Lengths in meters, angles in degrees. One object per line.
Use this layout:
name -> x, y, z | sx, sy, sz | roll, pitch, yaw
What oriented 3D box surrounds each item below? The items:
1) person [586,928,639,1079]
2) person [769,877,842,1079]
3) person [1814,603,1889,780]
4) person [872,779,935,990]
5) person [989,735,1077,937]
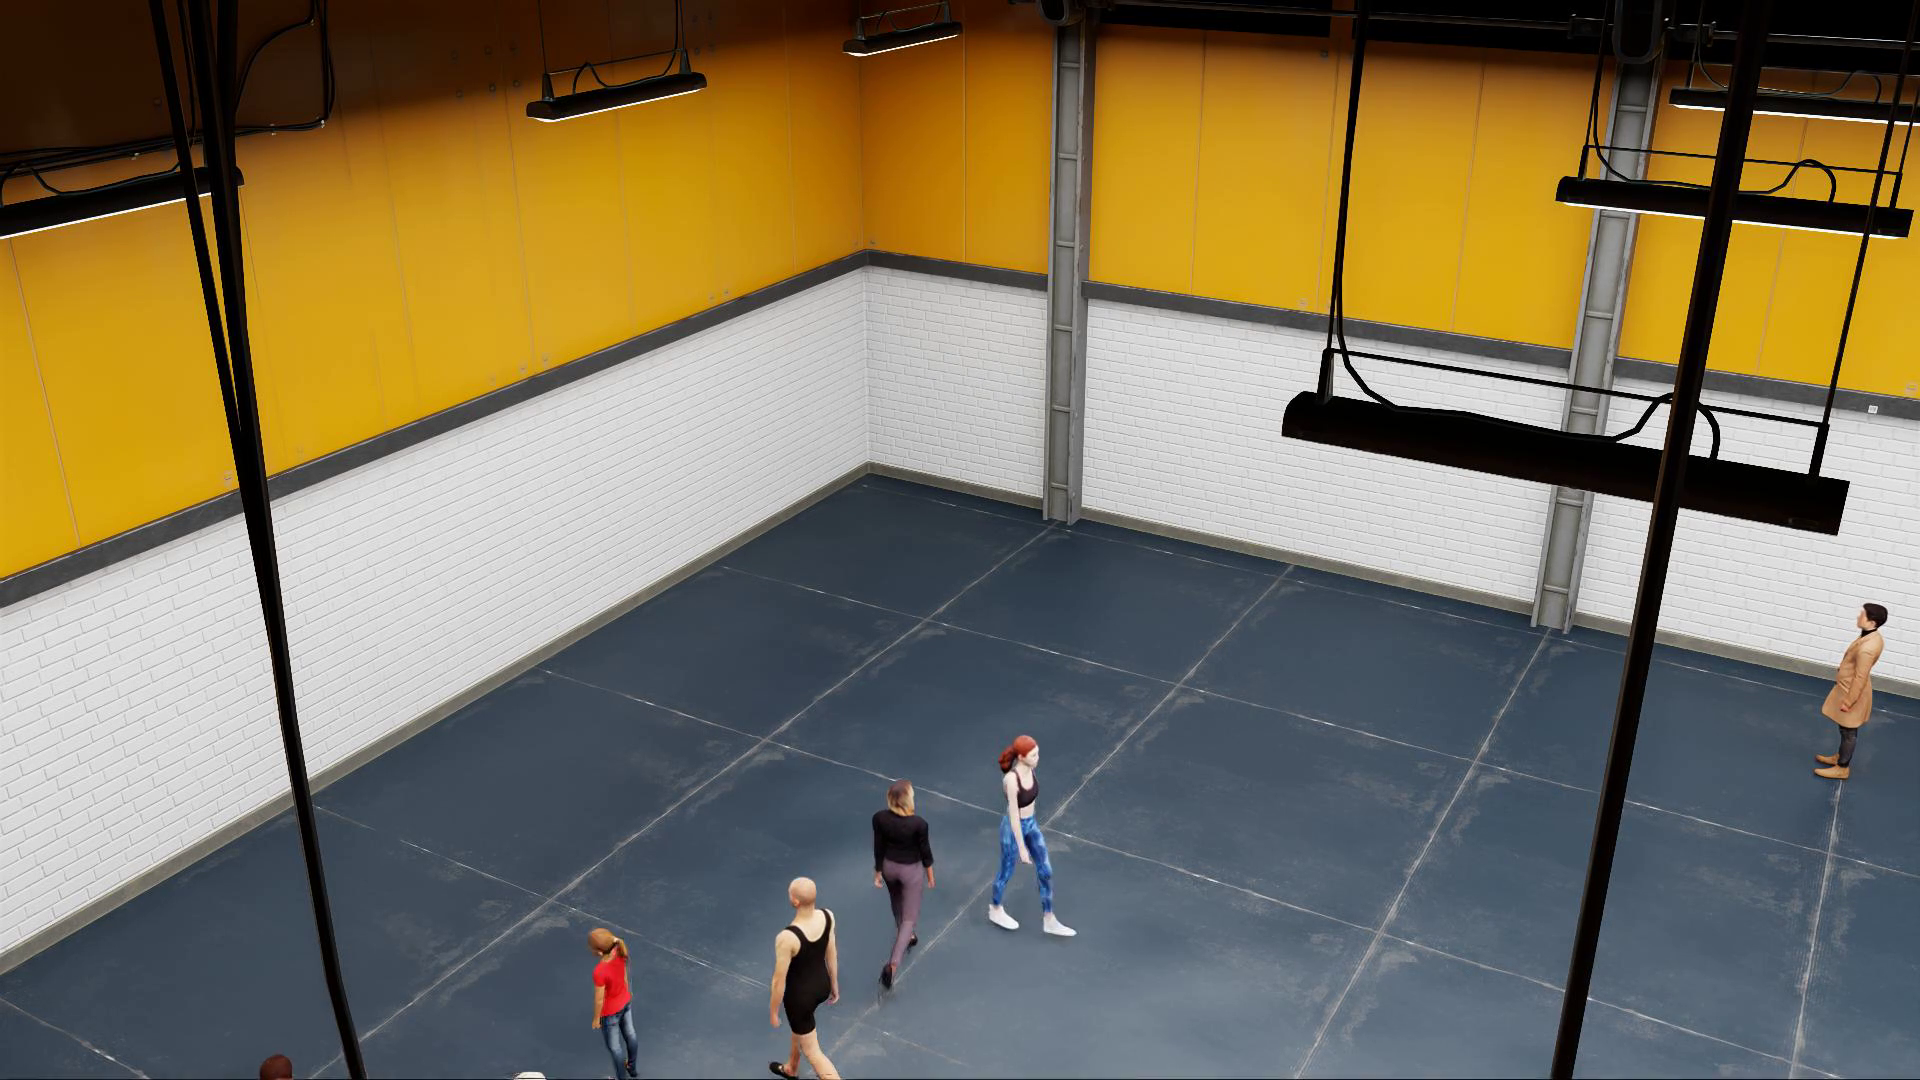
person -> -2.356, 3.184, 11.410 | 0.479, 1.303, 0.559 | 15, 28, 31
person -> -0.959, 3.078, 11.059 | 1.171, 1.778, 0.794 | 18, 29, 35
person -> 8.118, 1.354, 15.070 | 0.605, 1.725, 0.633 | 12, 26, 26
person -> -0.455, 2.572, 12.392 | 1.013, 1.638, 0.795 | 8, 25, 18
person -> 0.377, 2.285, 12.896 | 0.963, 1.759, 0.598 | 16, 28, 31
